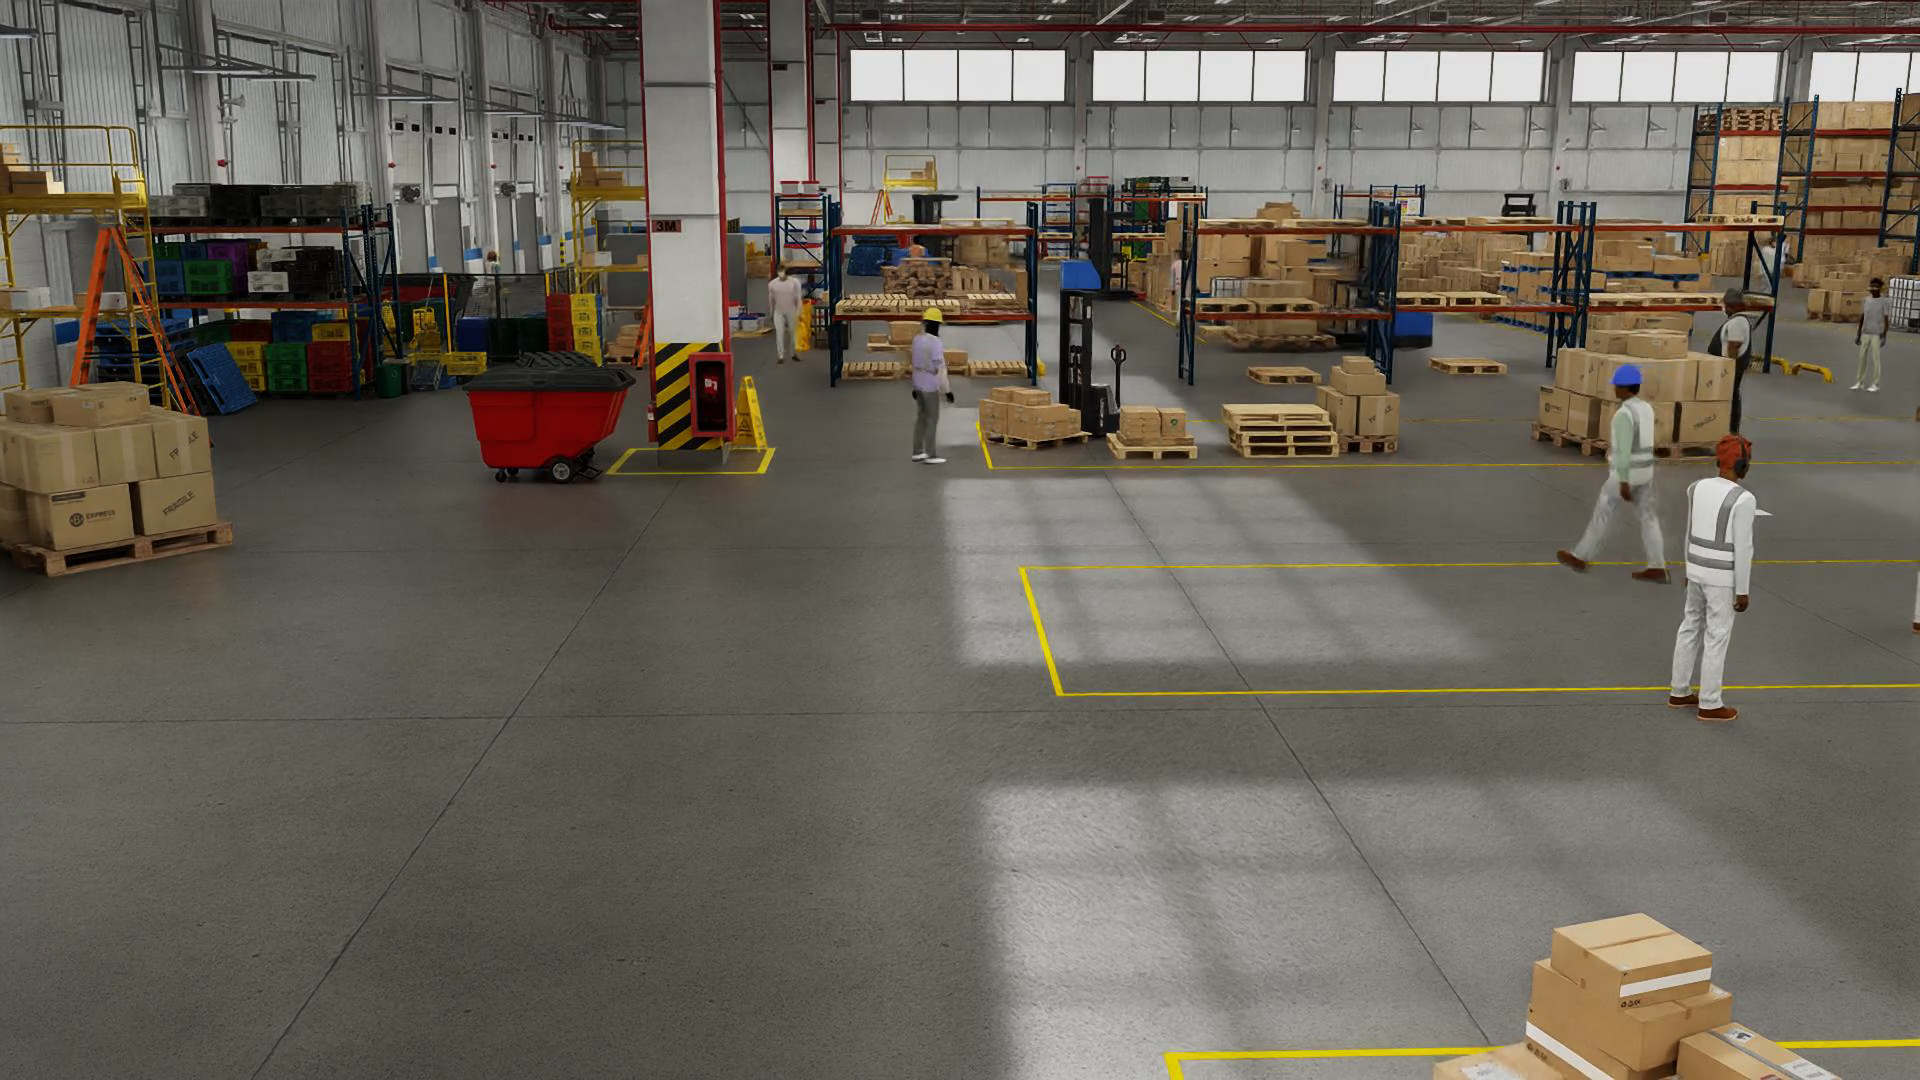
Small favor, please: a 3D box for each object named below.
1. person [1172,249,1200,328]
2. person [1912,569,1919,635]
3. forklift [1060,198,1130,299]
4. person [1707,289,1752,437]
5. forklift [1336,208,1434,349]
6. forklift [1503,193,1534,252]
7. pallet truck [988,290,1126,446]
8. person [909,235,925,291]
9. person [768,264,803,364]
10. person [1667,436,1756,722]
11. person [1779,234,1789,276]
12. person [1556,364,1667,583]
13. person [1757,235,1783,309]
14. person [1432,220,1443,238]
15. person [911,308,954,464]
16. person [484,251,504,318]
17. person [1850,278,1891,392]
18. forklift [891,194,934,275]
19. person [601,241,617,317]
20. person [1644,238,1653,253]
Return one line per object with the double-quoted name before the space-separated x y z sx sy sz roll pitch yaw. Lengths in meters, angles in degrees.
"person" 5.162 -5.807 38.417 0.634 1.807 0.862 12 17 43
"person" 7.627 -0.188 12.841 0.360 1.882 0.575 9 15 35
"forklift" 3.798 -8.210 46.791 1.873 2.768 1.129 0 12 -2
"person" 10.257 -2.381 22.381 0.680 2.000 0.699 7 15 30
"forklift" 8.561 -5.288 33.594 1.873 2.768 1.129 0 12 -2
"forklift" 18.979 -10.417 56.752 1.129 2.768 1.873 5 13 21
"pallet truck" 1.257 -2.299 22.111 1.885 1.965 0.823 -9 15 -35
"person" -1.303 -8.309 49.982 0.533 1.679 0.642 6 14 24
"person" -3.265 -4.257 31.292 0.658 1.882 0.751 0 12 1
"person" 4.945 0.250 10.891 0.354 1.877 0.574 -3 13 -15
"person" 25.467 -8.693 51.772 0.526 1.650 0.797 10 16 38
"person" 5.840 -0.591 14.633 0.615 1.898 0.981 -10 16 -39
"person" 21.370 -7.088 43.954 0.630 1.910 0.886 -5 14 -23
"person" 17.533 -10.957 61.368 0.547 1.924 0.564 -2 13 -7
"person" -0.355 -1.888 20.438 0.401 1.916 0.672 -8 15 -33
"person" -11.477 -6.268 40.872 0.518 1.633 0.312 10 16 37
"person" 14.931 -3.359 27.229 0.331 1.861 0.503 -7 14 -27
"forklift" -1.213 -9.812 54.021 1.873 2.768 1.129 -7 14 -30
"person" -8.764 -6.508 41.407 0.717 1.883 0.802 5 13 20
"person" 19.895 -7.971 48.470 0.822 1.656 0.555 11 16 40
